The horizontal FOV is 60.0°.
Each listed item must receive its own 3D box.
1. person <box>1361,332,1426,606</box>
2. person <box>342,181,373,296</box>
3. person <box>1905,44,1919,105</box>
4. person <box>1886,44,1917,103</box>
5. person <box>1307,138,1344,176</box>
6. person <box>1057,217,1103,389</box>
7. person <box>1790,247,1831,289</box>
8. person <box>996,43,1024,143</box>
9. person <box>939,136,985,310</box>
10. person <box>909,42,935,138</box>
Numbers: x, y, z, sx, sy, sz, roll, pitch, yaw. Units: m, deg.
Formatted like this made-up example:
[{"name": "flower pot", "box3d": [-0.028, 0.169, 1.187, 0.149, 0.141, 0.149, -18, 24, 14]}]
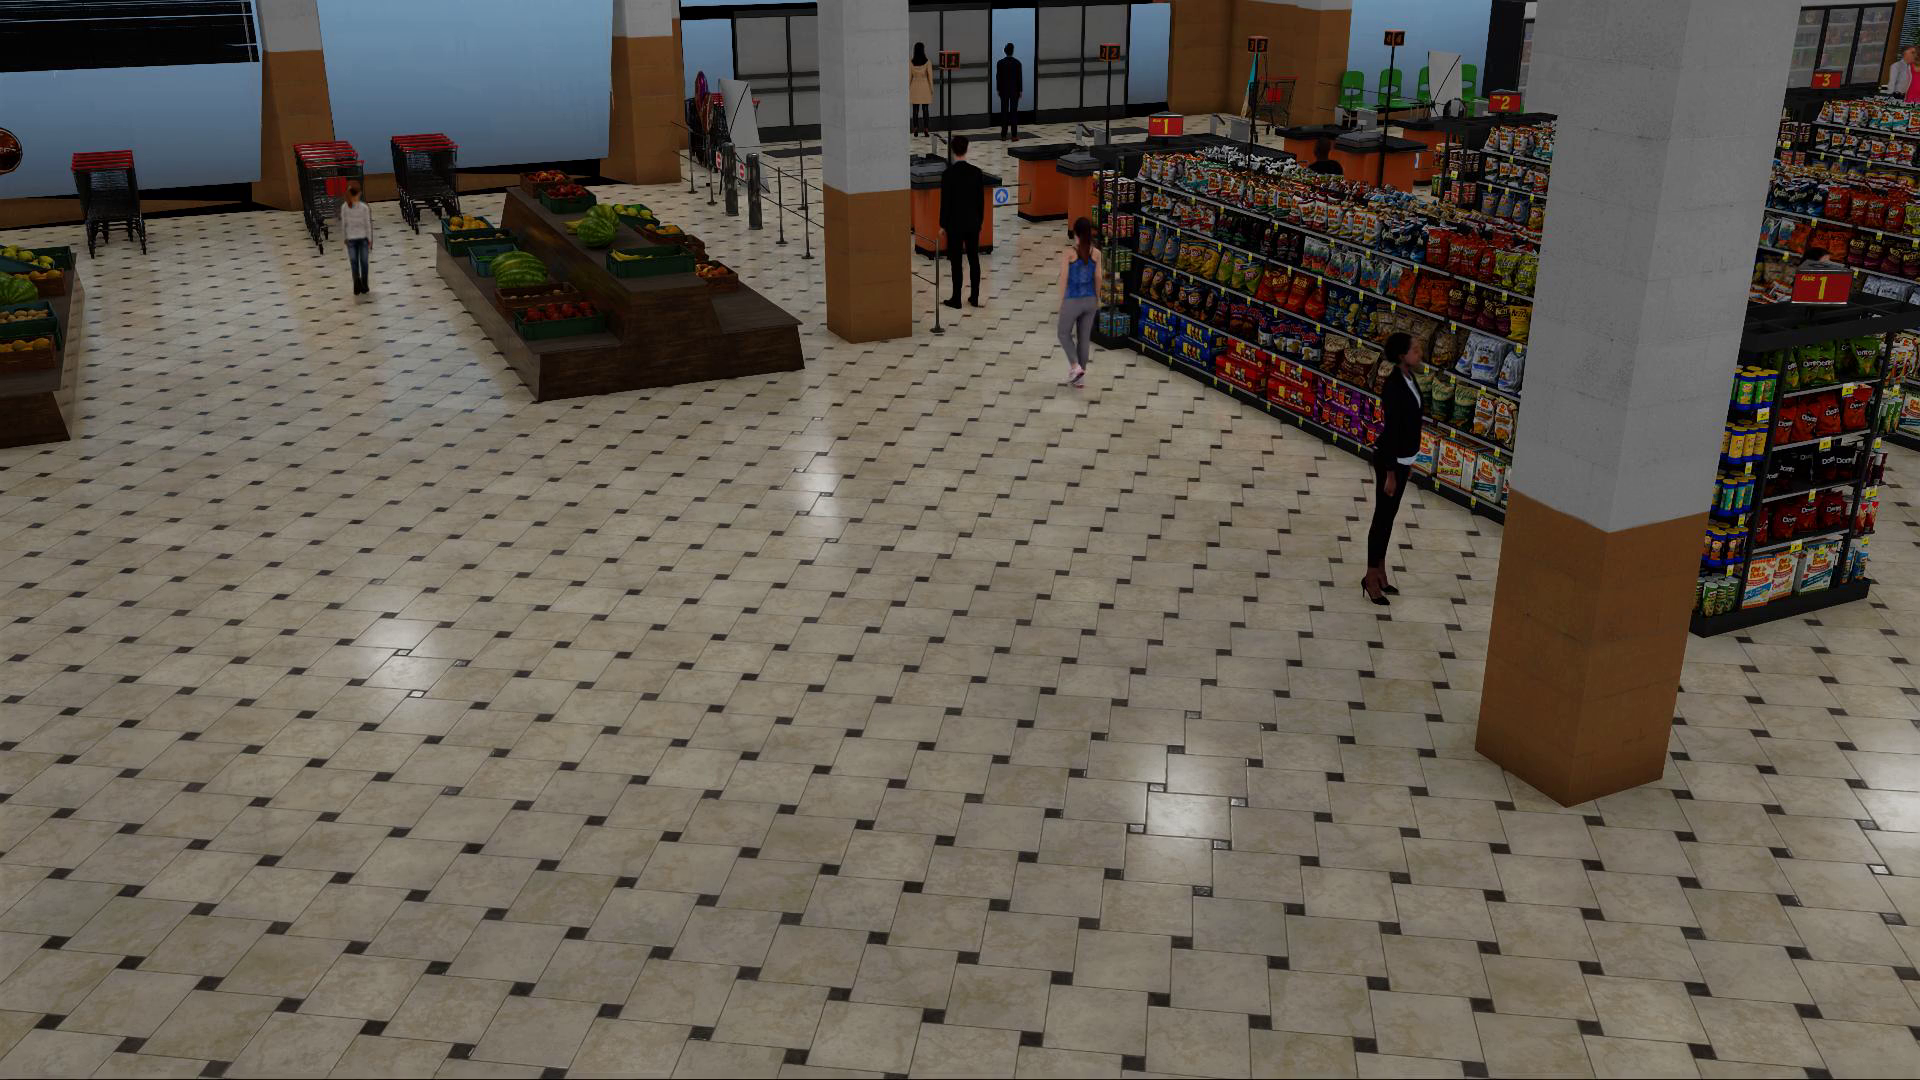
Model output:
[{"name": "person", "box3d": [2.850, -0.476, 10.964, 0.698, 1.833, 0.671, 12, 25, 27]}, {"name": "person", "box3d": [-6.896, -3.423, 19.015, 0.583, 1.298, 0.830, -5, 22, -12]}, {"name": "person", "box3d": [17.115, -8.014, 29.896, 0.834, 1.705, 0.994, 2, 22, 4]}, {"name": "person", "box3d": [16.325, -7.723, 29.024, 0.677, 1.814, 0.610, -13, 25, -29]}, {"name": "person", "box3d": [4.071, -3.638, 18.850, 0.676, 1.820, 0.558, -12, 25, -27]}, {"name": "person", "box3d": [1.132, -2.190, 15.540, 0.619, 1.601, 0.680, -7, 23, -16]}, {"name": "person", "box3d": [6.863, -1.586, 13.842, 0.755, 1.746, 0.742, -18, 28, -37]}, {"name": "person", "box3d": [0.890, -8.099, 30.073, 0.709, 1.729, 0.734, 4, 22, 11]}, {"name": "person", "box3d": [0.033, -3.526, 18.484, 0.681, 1.885, 0.593, -9, 24, -21]}, {"name": "person", "box3d": [-0.731, -8.267, 30.557, 0.720, 1.680, 0.722, 3, 22, 7]}]
